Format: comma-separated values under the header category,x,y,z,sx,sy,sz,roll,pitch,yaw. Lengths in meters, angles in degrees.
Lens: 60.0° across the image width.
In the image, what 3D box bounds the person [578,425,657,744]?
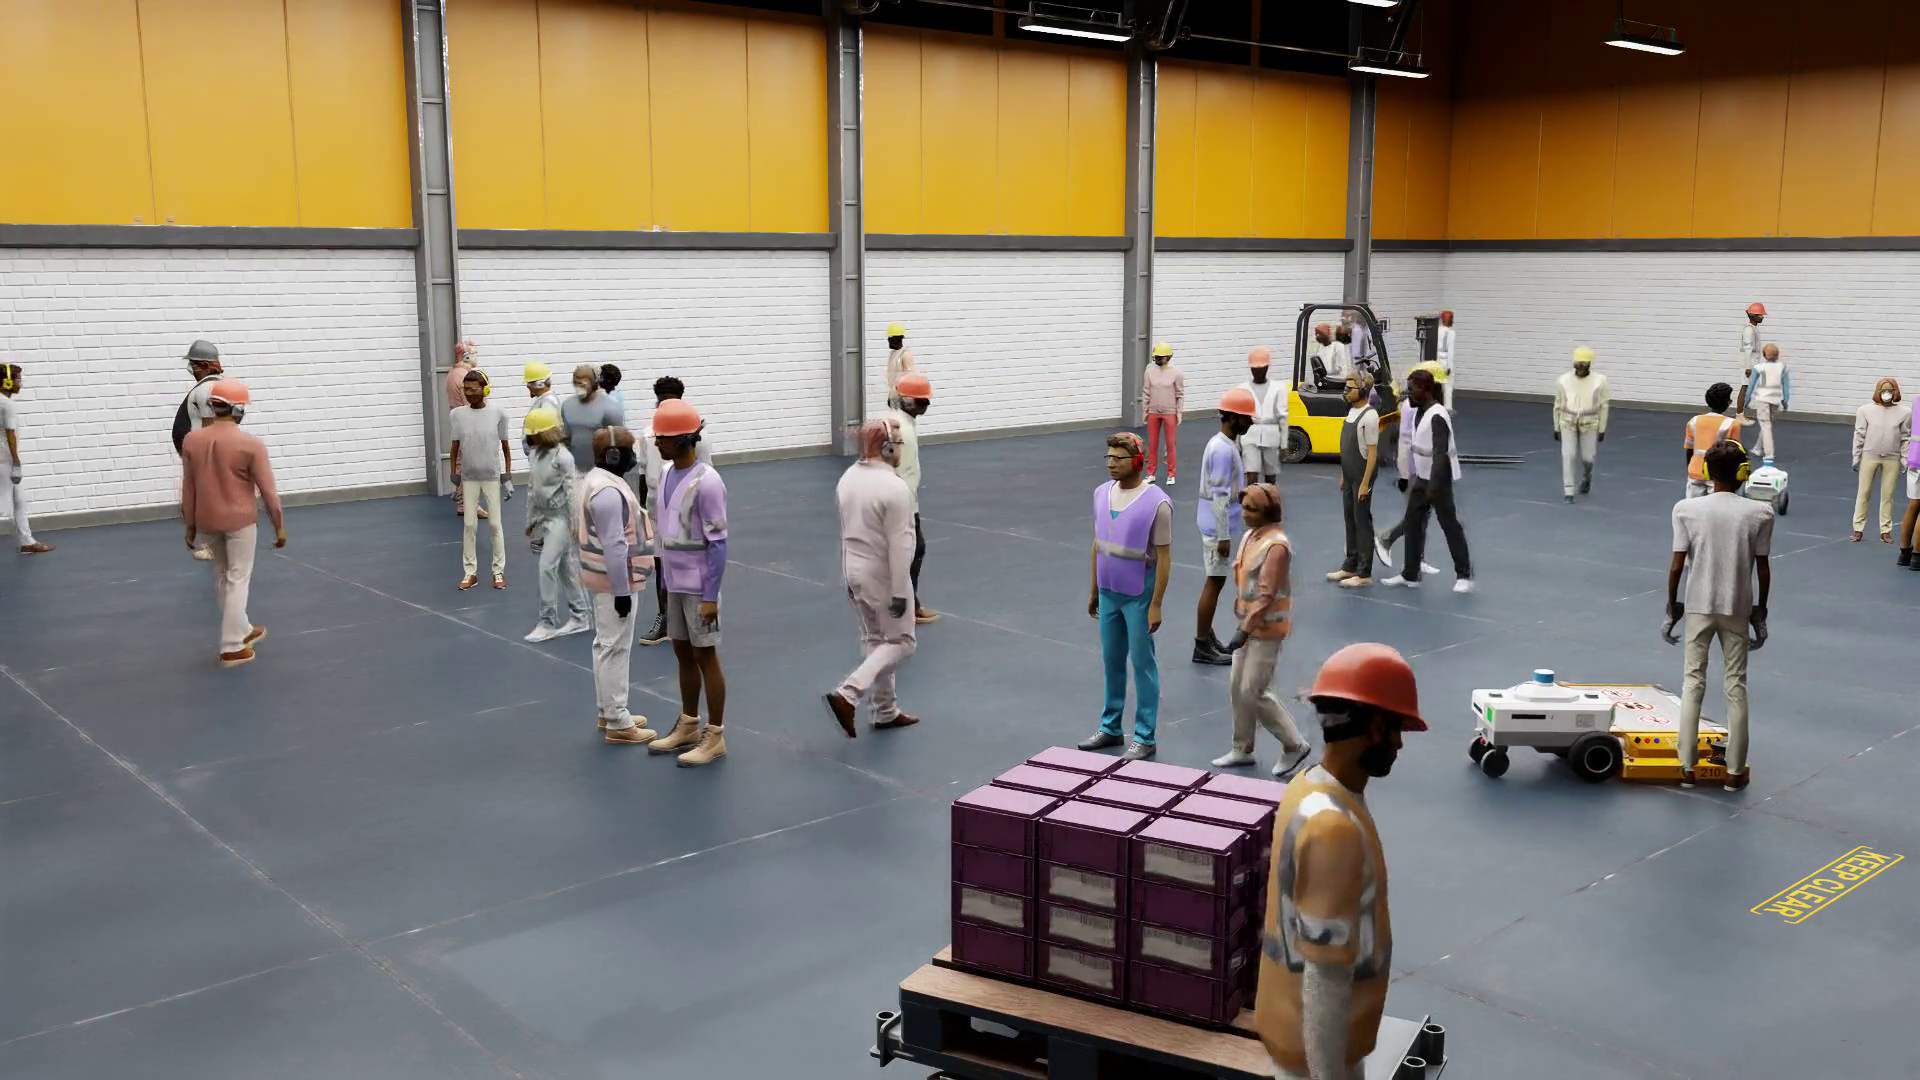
category,x,y,z,sx,sy,sz,roll,pitch,yaw
person,-1.989,0.254,9.681,0.429,1.845,0.621,-3,10,-18

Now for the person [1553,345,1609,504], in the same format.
category,x,y,z,sx,sy,sz,roll,pitch,yaw
person,7.104,-1.331,19.050,0.590,1.814,0.600,5,11,25

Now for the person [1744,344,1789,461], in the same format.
category,x,y,z,sx,sy,sz,roll,pitch,yaw
person,11.192,-1.914,23.090,0.534,1.589,0.857,0,10,0

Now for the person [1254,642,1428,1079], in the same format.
category,x,y,z,sx,sy,sz,roll,pitch,yaw
person,0.798,1.191,4.089,0.691,1.886,0.588,2,10,12

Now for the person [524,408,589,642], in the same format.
category,x,y,z,sx,sy,sz,roll,pitch,yaw
person,-3.036,-0.114,12.199,0.526,1.698,0.700,9,13,44

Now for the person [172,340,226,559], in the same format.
category,x,y,z,sx,sy,sz,roll,pitch,yaw
person,-7.066,-0.850,15.562,0.538,2.000,0.684,-3,10,-16

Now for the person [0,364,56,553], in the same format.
category,x,y,z,sx,sy,sz,roll,pitch,yaw
person,-8.972,-0.723,15.473,0.571,1.831,0.854,8,13,40

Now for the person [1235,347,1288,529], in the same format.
category,x,y,z,sx,sy,sz,roll,pitch,yaw
person,3.048,-1.013,16.907,0.556,1.914,0.786,1,10,6

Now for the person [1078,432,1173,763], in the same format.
category,x,y,z,sx,sy,sz,roll,pitch,yaw
person,0.949,0.311,9.334,0.388,1.846,0.565,-8,13,-40

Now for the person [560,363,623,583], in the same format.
category,x,y,z,sx,sy,sz,roll,pitch,yaw
person,-3.141,-0.598,14.496,0.650,1.911,0.643,5,11,26

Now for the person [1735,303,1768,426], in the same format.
category,x,y,z,sx,sy,sz,roll,pitch,yaw
person,13.161,-2.918,27.661,0.393,2.041,0.614,5,11,27

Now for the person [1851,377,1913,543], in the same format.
category,x,y,z,sx,sy,sz,roll,pitch,yaw
person,9.055,-0.783,16.360,0.506,1.633,0.279,4,10,22

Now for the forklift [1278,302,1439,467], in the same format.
category,x,y,z,sx,sy,sz,roll,pitch,yaw
forklift,5.320,-2.157,22.763,2.313,2.155,1.214,3,10,16

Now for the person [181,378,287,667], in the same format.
category,x,y,z,sx,sy,sz,roll,pitch,yaw
person,-4.989,-0.141,11.601,0.657,1.969,0.789,2,10,11

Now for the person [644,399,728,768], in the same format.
category,x,y,z,sx,sy,sz,roll,pitch,yaw
person,-1.514,0.237,9.200,0.394,2.040,0.609,-7,12,-36

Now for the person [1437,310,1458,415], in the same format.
category,x,y,z,sx,sy,sz,roll,pitch,yaw
person,8.484,-3.128,29.420,0.780,1.863,0.577,-5,11,-27

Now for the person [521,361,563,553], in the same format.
category,x,y,z,sx,sy,sz,roll,pitch,yaw
person,-3.965,-0.788,15.839,0.403,1.823,0.586,-3,10,-15

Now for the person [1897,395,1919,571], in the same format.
category,x,y,z,sx,sy,sz,roll,pitch,yaw
person,8.724,-0.677,14.901,0.397,1.930,0.539,0,10,2

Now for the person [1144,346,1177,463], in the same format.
category,x,y,z,sx,sy,sz,roll,pitch,yaw
person,2.729,-1.860,22.667,0.499,1.632,0.285,7,12,35

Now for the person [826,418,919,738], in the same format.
category,x,y,z,sx,sy,sz,roll,pitch,yaw
person,-0.506,0.232,9.684,0.646,1.890,0.649,-7,12,-35

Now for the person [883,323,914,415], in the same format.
category,x,y,z,sx,sy,sz,roll,pitch,yaw
person,-0.833,-1.943,22.294,0.378,1.925,0.594,-5,11,-25

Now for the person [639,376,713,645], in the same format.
category,x,y,z,sx,sy,sz,roll,pitch,yaw
person,-2.065,-0.199,11.962,0.614,1.965,0.361,5,11,26

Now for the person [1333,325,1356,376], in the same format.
category,x,y,z,sx,sy,sz,roll,pitch,yaw
person,5.515,-2.217,24.227,0.477,1.825,0.659,0,10,1

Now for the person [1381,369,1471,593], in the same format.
category,x,y,z,sx,sy,sz,roll,pitch,yaw
person,4.008,-0.497,14.034,0.718,1.876,0.616,-1,10,-5

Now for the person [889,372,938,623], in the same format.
category,x,y,z,sx,sy,sz,roll,pitch,yaw
person,-0.399,-0.283,12.485,0.696,1.956,0.658,-1,10,-4

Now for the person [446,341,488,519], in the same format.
category,x,y,z,sx,sy,sz,roll,pitch,yaw
person,-5.269,-1.182,17.890,0.407,1.912,0.643,-6,11,-32

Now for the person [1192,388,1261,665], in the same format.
category,x,y,z,sx,sy,sz,roll,pitch,yaw
person,1.848,-0.094,11.508,0.421,1.920,0.544,2,10,12

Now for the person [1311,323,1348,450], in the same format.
category,x,y,z,sx,sy,sz,roll,pitch,yaw
person,5.327,-2.187,23.951,0.769,1.840,0.623,-6,12,-33

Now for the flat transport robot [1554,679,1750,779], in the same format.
category,x,y,z,sx,sy,sz,roll,pitch,yaw
flat transport robot,3.895,1.063,9.534,0.652,0.197,1.431,0,10,2

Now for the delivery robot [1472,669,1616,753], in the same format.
category,x,y,z,sx,sy,sz,roll,pitch,yaw
delivery robot,3.179,0.951,9.087,0.707,0.478,0.477,0,10,2

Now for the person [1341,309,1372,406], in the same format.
category,x,y,z,sx,sy,sz,roll,pitch,yaw
person,6.950,-3.180,29.678,0.831,1.880,0.644,-5,11,-26

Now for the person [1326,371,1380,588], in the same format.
category,x,y,z,sx,sy,sz,roll,pitch,yaw
person,3.381,-0.517,14.187,0.345,1.846,0.506,-2,10,-10

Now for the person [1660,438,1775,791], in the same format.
category,x,y,z,sx,sy,sz,roll,pitch,yaw
person,3.990,0.397,8.789,0.521,1.863,0.335,4,10,22

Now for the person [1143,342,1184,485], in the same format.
category,x,y,z,sx,sy,sz,roll,pitch,yaw
person,2.496,-1.554,20.493,0.526,1.765,0.329,4,11,25

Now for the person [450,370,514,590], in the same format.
category,x,y,z,sx,sy,sz,roll,pitch,yaw
person,-4.045,-0.505,14.055,0.535,1.865,0.311,-1,10,-7

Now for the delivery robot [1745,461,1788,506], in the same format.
category,x,y,z,sx,sy,sz,roll,pitch,yaw
delivery robot,8.901,-0.631,18.346,0.477,0.478,0.707,6,12,33

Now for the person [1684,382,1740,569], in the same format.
category,x,y,z,sx,sy,sz,roll,pitch,yaw
person,6.704,-0.556,14.845,0.321,1.696,0.536,-5,11,-29

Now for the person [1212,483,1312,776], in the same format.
category,x,y,z,sx,sy,sz,roll,pitch,yaw
person,1.629,0.489,8.949,0.507,1.618,0.530,-2,10,-10

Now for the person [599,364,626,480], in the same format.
category,x,y,z,sx,sy,sz,roll,pitch,yaw
person,-3.642,-0.996,17.414,0.318,1.700,0.535,-1,10,-4

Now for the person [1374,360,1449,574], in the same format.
category,x,y,z,sx,sy,sz,roll,pitch,yaw
person,4.041,-0.643,14.747,0.528,1.907,0.616,7,12,35
